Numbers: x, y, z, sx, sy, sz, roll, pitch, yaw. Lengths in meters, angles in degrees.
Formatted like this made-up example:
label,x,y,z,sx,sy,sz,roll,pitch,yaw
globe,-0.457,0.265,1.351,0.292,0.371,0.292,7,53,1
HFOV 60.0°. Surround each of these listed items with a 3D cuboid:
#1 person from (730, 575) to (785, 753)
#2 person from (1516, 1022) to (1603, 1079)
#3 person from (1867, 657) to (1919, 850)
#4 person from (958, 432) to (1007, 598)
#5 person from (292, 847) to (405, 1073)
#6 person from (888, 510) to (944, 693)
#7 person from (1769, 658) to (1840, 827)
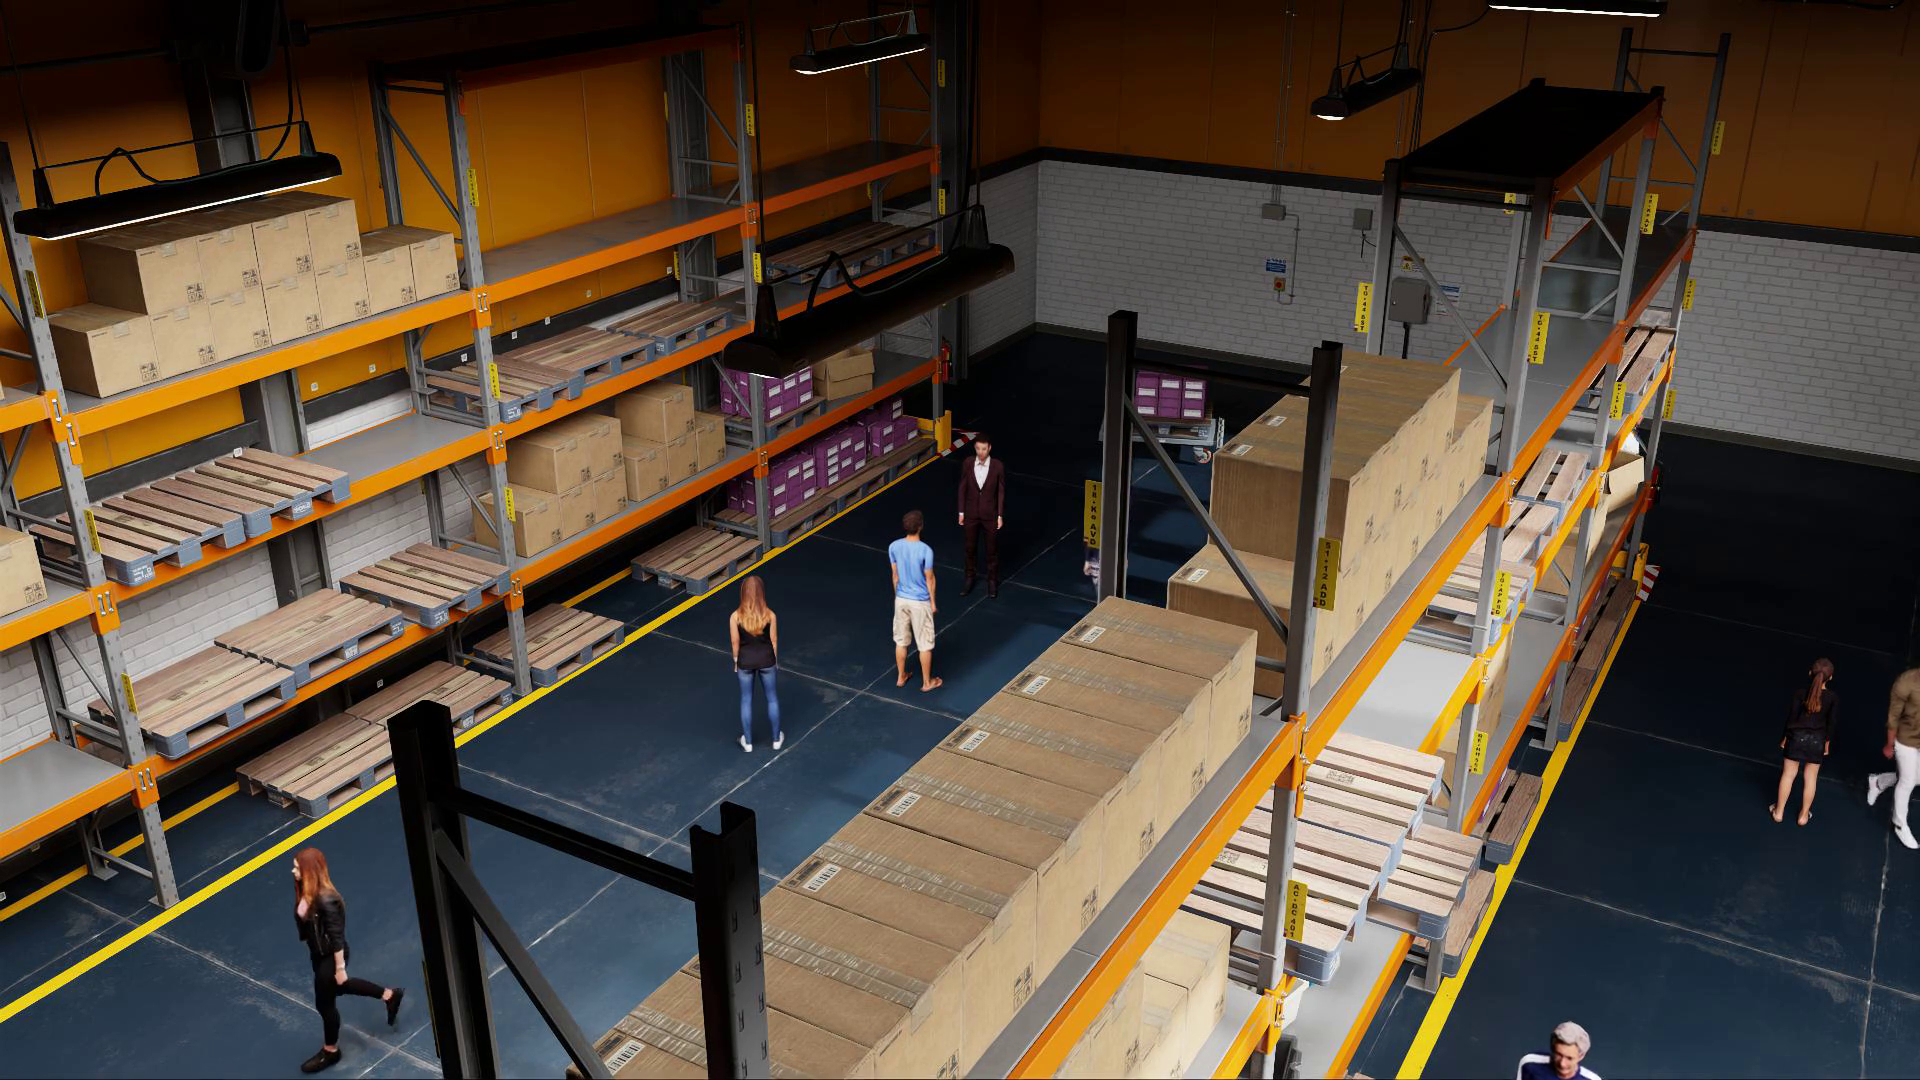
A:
label,x,y,z,sx,sy,sz,roll,pitch,yaw
person,-1.858,1.128,15.168,0.667,1.721,0.700,-3,24,-8
person,3.425,3.479,9.659,0.674,1.827,0.639,10,26,22
person,7.939,1.641,13.903,1.039,1.795,1.133,-3,24,-7
person,0.235,-0.297,18.250,0.759,1.865,0.731,4,24,9
person,-4.224,2.804,11.372,1.103,1.691,0.864,-17,29,-34
person,-0.452,0.588,16.227,0.662,1.863,0.576,11,26,24
person,7.171,1.692,14.085,0.562,1.556,0.586,9,25,19
